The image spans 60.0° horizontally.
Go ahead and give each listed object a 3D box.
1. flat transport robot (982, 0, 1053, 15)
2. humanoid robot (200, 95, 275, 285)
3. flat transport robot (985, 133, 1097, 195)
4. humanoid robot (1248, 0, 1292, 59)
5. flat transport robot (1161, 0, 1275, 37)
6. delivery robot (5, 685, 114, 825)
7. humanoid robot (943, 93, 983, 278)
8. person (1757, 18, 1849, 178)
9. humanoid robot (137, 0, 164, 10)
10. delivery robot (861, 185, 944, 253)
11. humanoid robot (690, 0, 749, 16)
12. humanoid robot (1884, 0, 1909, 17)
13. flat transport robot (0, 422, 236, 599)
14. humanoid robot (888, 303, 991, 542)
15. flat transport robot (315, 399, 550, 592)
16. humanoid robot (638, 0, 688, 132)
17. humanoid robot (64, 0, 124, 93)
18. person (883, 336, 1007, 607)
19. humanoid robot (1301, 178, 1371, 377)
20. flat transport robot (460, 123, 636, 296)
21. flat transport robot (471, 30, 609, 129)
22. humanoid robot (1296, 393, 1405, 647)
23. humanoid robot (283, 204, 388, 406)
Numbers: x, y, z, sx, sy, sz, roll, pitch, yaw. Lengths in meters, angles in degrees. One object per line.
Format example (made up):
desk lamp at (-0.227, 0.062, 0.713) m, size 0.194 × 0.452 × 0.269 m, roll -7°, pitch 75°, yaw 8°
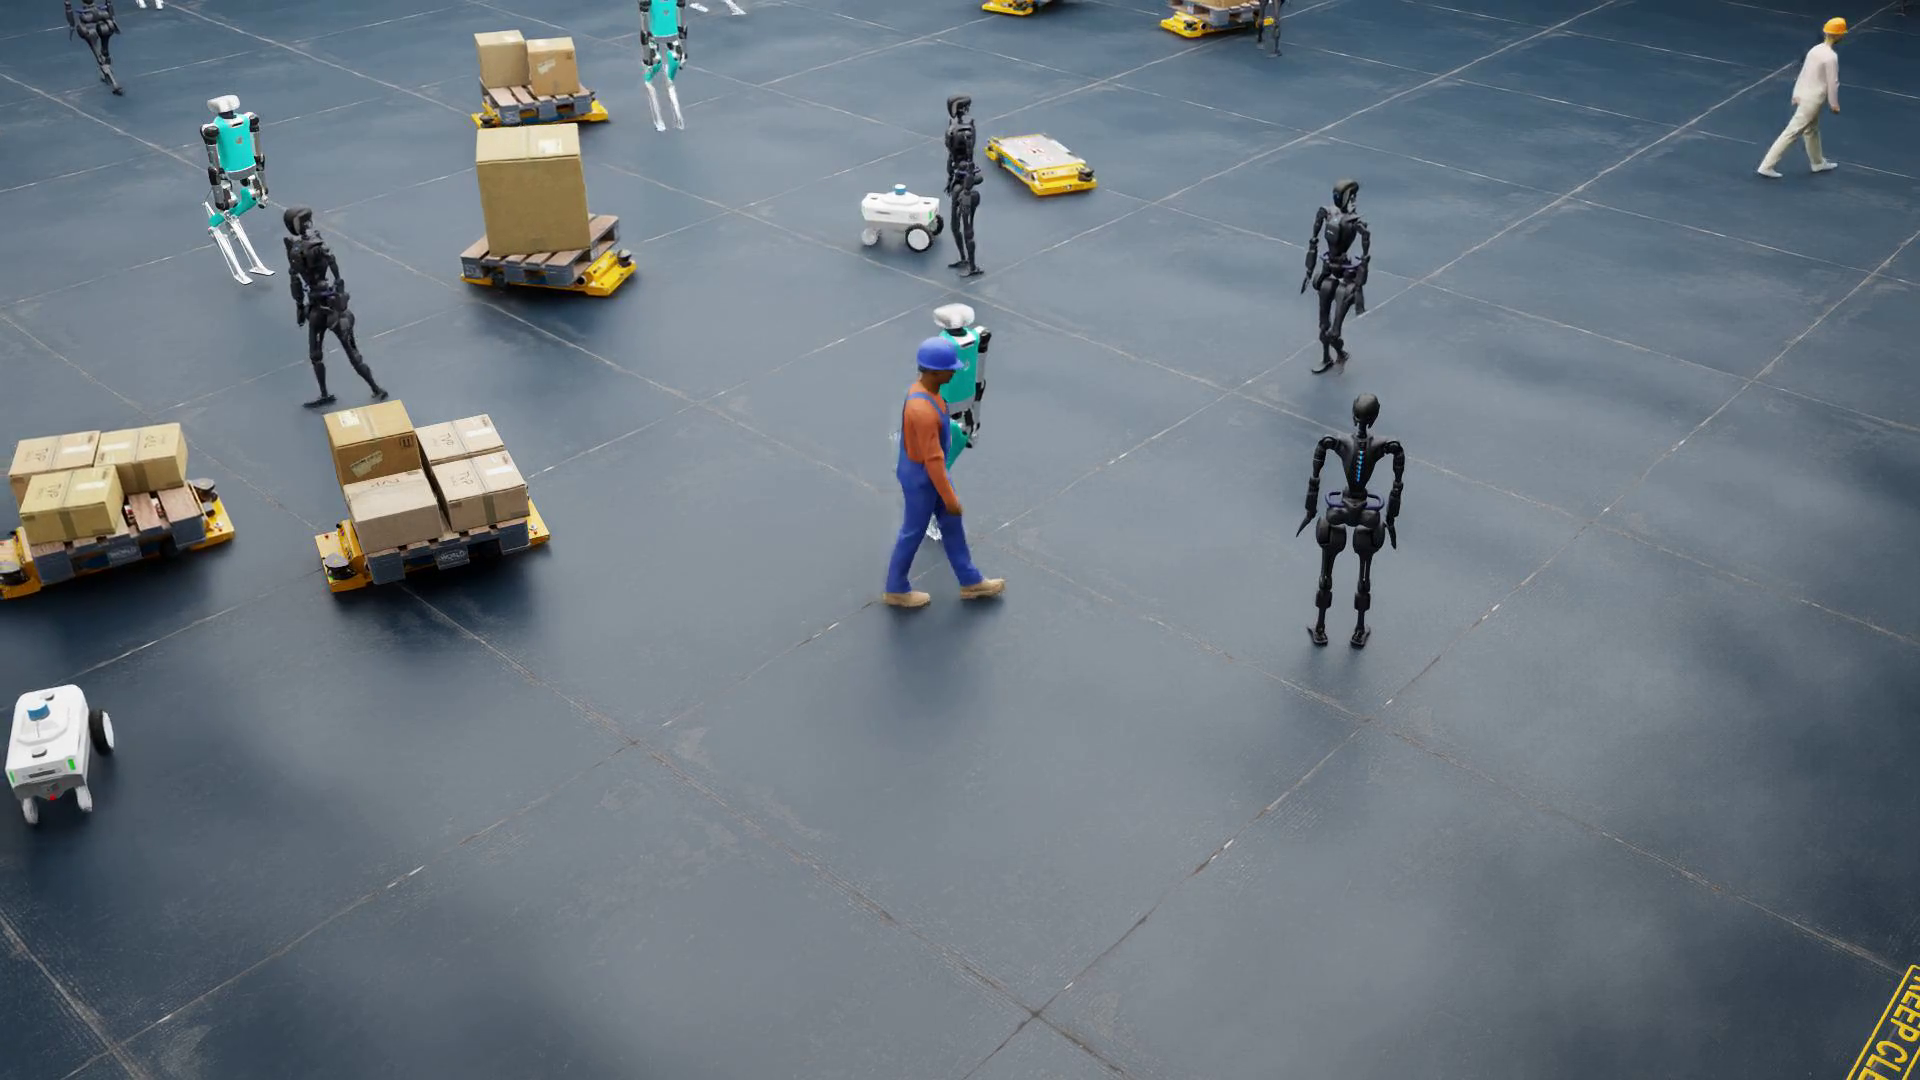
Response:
flat transport robot at (0.961, -7.700, 23.554) m, size 0.659 × 0.231 × 1.431 m, roll 18°, pitch 36°, yaw 26°
humanoid robot at (-6.452, -3.115, 14.651) m, size 0.735 × 1.677 × 0.533 m, roll 19°, pitch 37°, yaw 28°
flat transport robot at (0.838, -3.986, 17.573) m, size 0.659 × 0.231 × 1.431 m, roll -12°, pitch 34°, yaw -19°
humanoid robot at (3.966, -7.020, 21.150) m, size 0.599 × 1.625 × 0.512 m, roll 18°, pitch 36°, yaw 26°
flat transport robot at (3.493, -7.057, 22.518) m, size 1.431 × 0.231 × 0.659 m, roll -16°, pitch 35°, yaw -24°
delivery robot at (-4.955, 1.129, 9.080) m, size 0.499 × 0.611 × 0.814 m, roll -11°, pitch 34°, yaw -18°
humanoid robot at (0.028, -3.196, 14.962) m, size 0.346 × 1.651 × 0.593 m, roll -10°, pitch 33°, yaw -16°
person at (8.815, -4.544, 17.157) m, size 0.899 × 1.645 × 0.461 m, roll 0°, pitch 32°, yaw 0°
humanoid robot at (-11.440, -8.255, 22.997) m, size 0.532 × 1.732 × 0.687 m, roll -11°, pitch 33°, yaw -17°
delivery robot at (-0.535, -3.075, 15.845) m, size 0.781 × 0.605 × 0.499 m, roll 7°, pitch 33°, yaw 11°
humanoid robot at (-3.418, -7.997, 22.681) m, size 1.043 × 1.754 × 0.553 m, roll 9°, pitch 33°, yaw 14°
humanoid robot at (13.037, -8.039, 22.769) m, size 0.403 × 1.649 × 0.600 m, roll 28°, pitch 41°, yaw 37°
flat transport robot at (-5.706, -0.029, 11.200) m, size 1.431 × 0.231 × 0.659 m, roll -18°, pitch 36°, yaw -27°
humanoid robot at (-0.185, -0.766, 11.007) m, size 0.558 × 1.799 × 0.730 m, roll -26°, pitch 40°, yaw -36°
flat transport robot at (-3.541, -0.020, 11.186) m, size 1.431 × 0.231 × 0.659 m, roll -15°, pitch 35°, yaw -22°
humanoid robot at (-3.339, -5.407, 18.477) m, size 0.531 × 1.776 × 0.796 m, roll -17°, pitch 35°, yaw -25°
humanoid robot at (-10.331, -6.180, 19.833) m, size 0.784 × 1.644 × 0.589 m, roll 24°, pitch 39°, yaw 33°
person at (-0.114, -0.382, 10.249) m, size 0.818 × 1.871 × 0.533 m, roll 4°, pitch 32°, yaw 6°
humanoid robot at (2.992, -2.063, 13.133) m, size 0.363 × 1.648 × 0.603 m, roll -24°, pitch 39°, yaw -34°
flat transport robot at (-3.755, -2.480, 15.148) m, size 1.431 × 0.231 × 0.659 m, roll 7°, pitch 33°, yaw 11°
flat transport robot at (-4.821, -4.901, 19.047) m, size 1.431 × 0.231 × 0.659 m, roll -14°, pitch 35°, yaw -22°
humanoid robot at (2.343, -0.122, 10.003) m, size 0.599 × 1.657 × 0.315 m, roll 5°, pitch 32°, yaw 9°
humanoid robot at (-4.839, -1.788, 12.716) m, size 0.601 × 1.642 × 0.434 m, roll 17°, pitch 36°, yaw 25°
